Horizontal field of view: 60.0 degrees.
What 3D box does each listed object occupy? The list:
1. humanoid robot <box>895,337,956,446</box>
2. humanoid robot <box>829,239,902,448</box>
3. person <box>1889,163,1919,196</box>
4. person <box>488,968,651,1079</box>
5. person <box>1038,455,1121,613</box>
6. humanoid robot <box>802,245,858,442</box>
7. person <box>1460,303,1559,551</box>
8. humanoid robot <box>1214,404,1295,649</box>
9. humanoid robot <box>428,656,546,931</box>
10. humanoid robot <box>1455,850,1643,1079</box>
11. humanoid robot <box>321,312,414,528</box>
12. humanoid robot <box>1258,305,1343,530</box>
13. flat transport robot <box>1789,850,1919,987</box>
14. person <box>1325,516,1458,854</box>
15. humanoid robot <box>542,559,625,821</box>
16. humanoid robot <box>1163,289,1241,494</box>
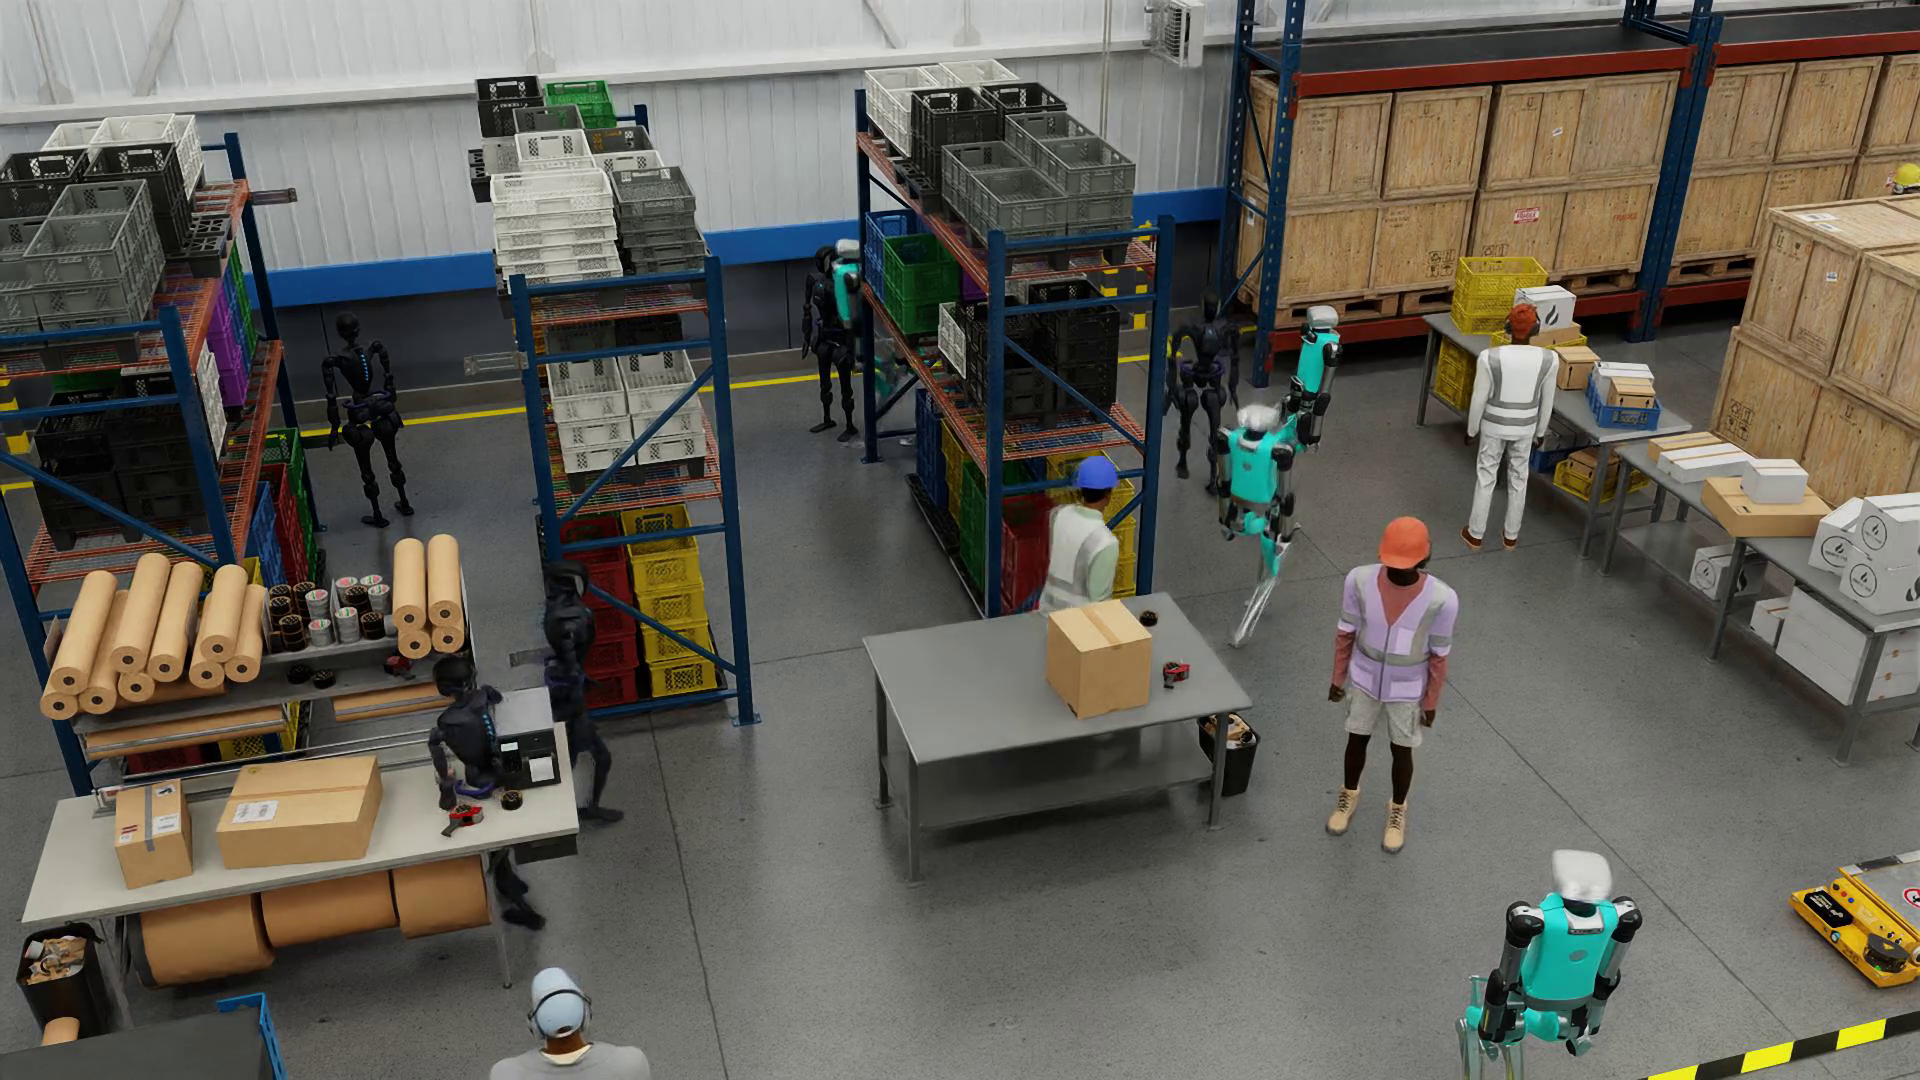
[{"bbox_3d":[-0.247,-1.522,13.382,0.688,1.777,0.535,7,30,12],"label":"humanoid robot"},{"bbox_3d":[-0.688,-1.595,13.548,0.730,1.796,0.540,-9,30,-16],"label":"humanoid robot"},{"bbox_3d":[8.401,-2.506,15.097,0.599,1.829,0.404,-14,32,-24],"label":"person"},{"bbox_3d":[-1.401,2.349,6.244,0.588,1.852,0.371,-5,29,-9],"label":"person"},{"bbox_3d":[0.712,0.417,9.714,0.995,1.884,0.635,-19,34,-31],"label":"person"},{"bbox_3d":[-1.042,-1.615,13.622,0.599,1.657,0.315,21,35,34],"label":"humanoid robot"},{"bbox_3d":[3.922,-0.793,11.927,0.572,1.886,0.355,3,29,5],"label":"person"},{"bbox_3d":[2.010,-0.161,10.947,0.531,1.710,1.061,19,34,30],"label":"humanoid robot"},{"bbox_3d":[-2.403,1.287,8.372,0.458,1.644,0.608,11,31,20],"label":"humanoid robot"},{"bbox_3d":[2.397,1.892,7.059,0.533,1.672,0.735,-2,29,-4],"label":"humanoid robot"},{"bbox_3d":[-4.406,-0.901,12.328,0.315,1.653,0.599,23,36,35],"label":"humanoid robot"},{"bbox_3d":[2.339,-0.870,12.119,0.734,1.691,0.532,-5,29,-10],"label":"humanoid robot"},{"bbox_3d":[5.163,1.916,8.676,1.431,0.231,0.659,-8,30,-14],"label":"flat transport robot"},{"bbox_3d":[2.281,0.775,8.920,0.603,2.034,0.393,15,32,25],"label":"person"},{"bbox_3d":[-2.171,0.851,9.164,0.467,1.644,0.593,-7,29,-12],"label":"humanoid robot"},{"bbox_3d":[1.874,-1.149,12.815,0.604,1.626,0.724,-2,29,-4],"label":"humanoid robot"}]
